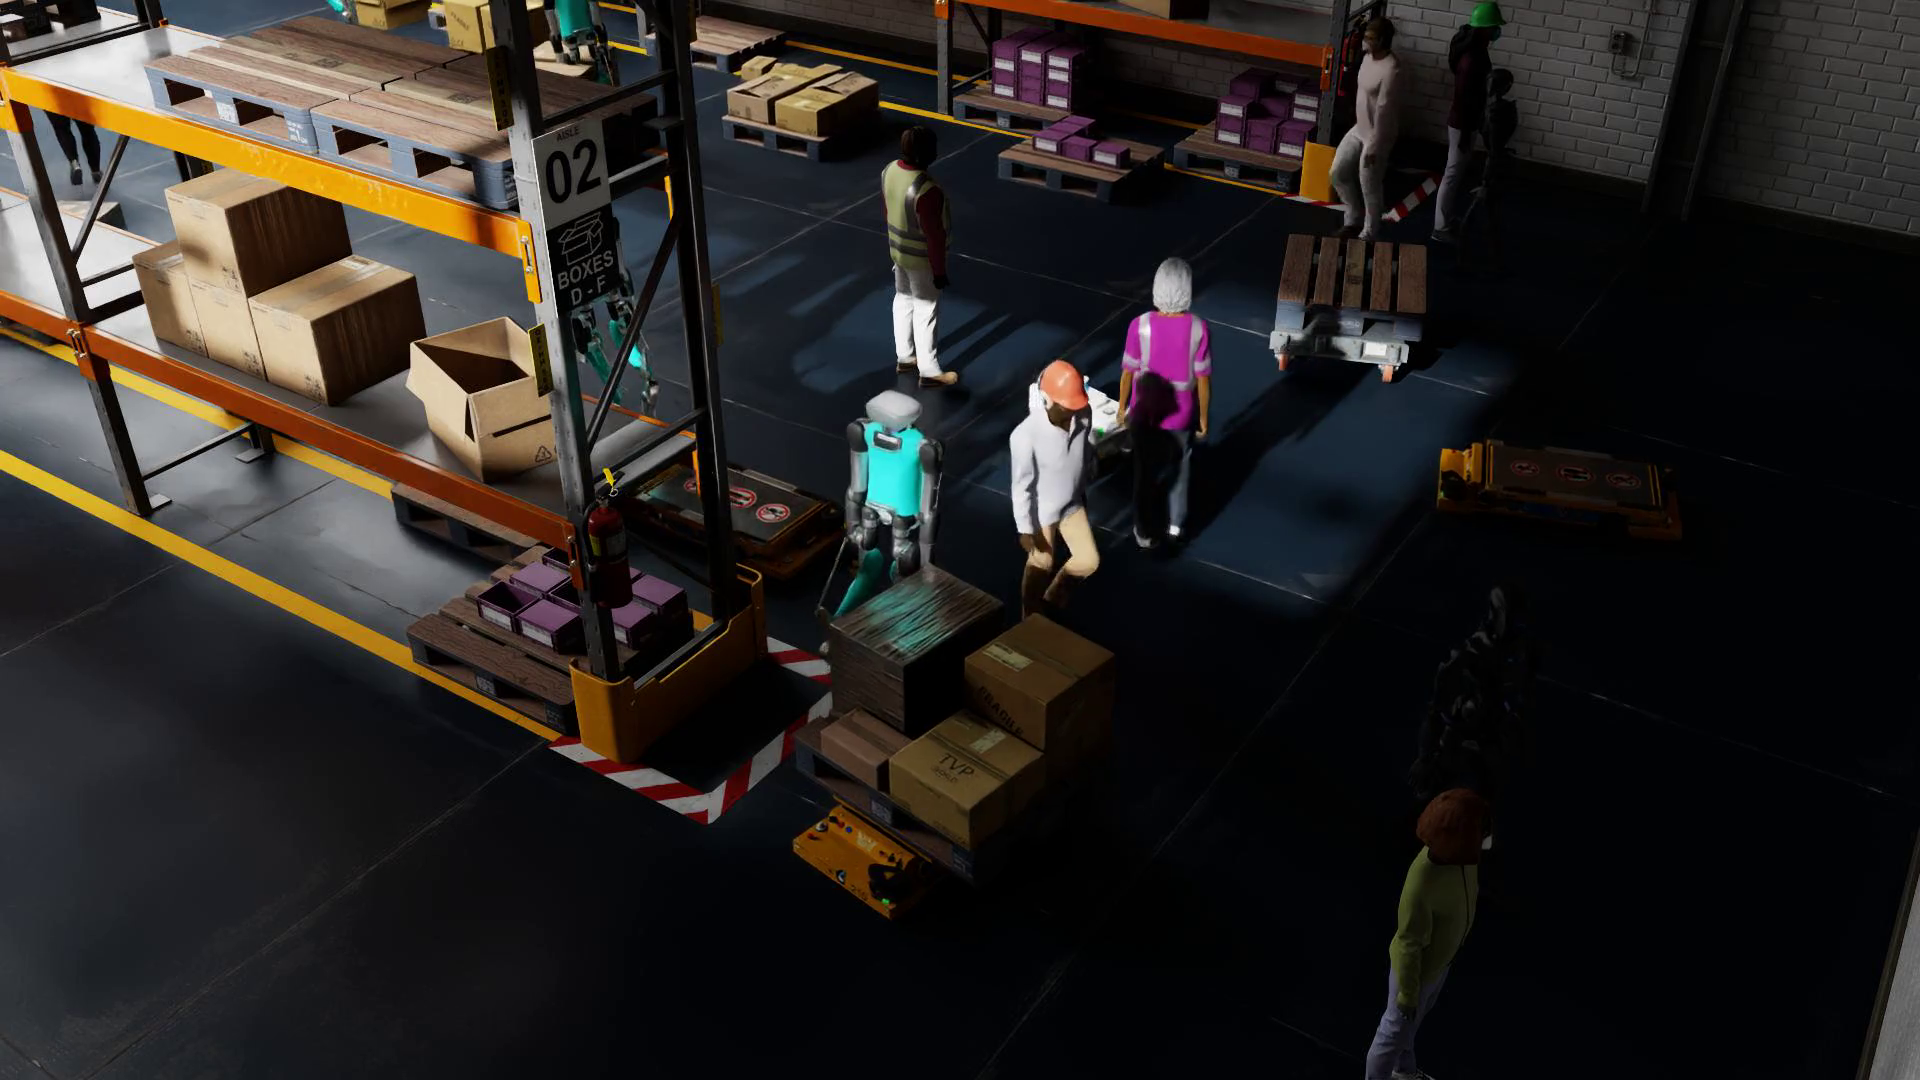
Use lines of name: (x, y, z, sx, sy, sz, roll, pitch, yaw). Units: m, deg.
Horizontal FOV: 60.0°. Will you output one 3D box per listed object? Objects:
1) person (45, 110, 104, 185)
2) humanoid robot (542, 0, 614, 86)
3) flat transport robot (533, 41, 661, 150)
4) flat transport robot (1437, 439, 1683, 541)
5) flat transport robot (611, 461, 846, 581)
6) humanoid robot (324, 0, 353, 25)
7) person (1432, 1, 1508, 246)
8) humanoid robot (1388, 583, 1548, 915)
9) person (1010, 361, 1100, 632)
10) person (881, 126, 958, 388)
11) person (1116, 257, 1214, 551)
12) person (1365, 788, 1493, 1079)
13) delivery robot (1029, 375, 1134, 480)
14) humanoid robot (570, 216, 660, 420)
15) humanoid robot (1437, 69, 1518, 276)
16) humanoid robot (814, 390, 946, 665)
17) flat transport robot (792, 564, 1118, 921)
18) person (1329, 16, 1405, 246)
person: (-7.853, -3.948, 14.588, 0.776, 1.740, 0.473, -14, 35, -20)
humanoid robot: (-3.328, -4.212, 15.043, 0.555, 1.821, 0.780, -21, 39, -29)
flat transport robot: (-3.578, -3.652, 15.486, 1.431, 0.231, 0.659, 7, 34, 10)
flat transport robot: (3.731, -0.325, 10.372, 1.431, 0.231, 0.659, 9, 34, 13)
flat transport robot: (-1.422, -0.180, 10.149, 1.431, 0.231, 0.659, 20, 38, 28)
humanoid robot: (-6.725, -5.954, 17.664, 0.987, 1.732, 0.548, 17, 37, 24)
person: (4.109, -3.396, 13.550, 0.420, 1.955, 0.490, 13, 35, 19)
humanoid robot: (2.251, 0.889, 7.251, 0.613, 1.621, 0.788, -11, 35, -17)
person: (0.513, -0.178, 8.794, 0.592, 1.728, 0.405, -26, 41, -34)
person: (-0.268, -1.938, 11.412, 0.429, 1.844, 0.623, -20, 38, -27)
person: (1.175, -0.772, 9.621, 0.533, 1.833, 0.395, 2, 33, 3)
person: (1.750, 1.569, 6.205, 0.284, 1.636, 0.499, 22, 39, 30)
delivery robot: (0.786, -0.772, 10.796, 0.523, 0.592, 0.763, -26, 41, -34)
humanoid robot: (-2.196, -1.269, 10.509, 0.562, 1.732, 1.061, -22, 39, -30)
humanoid robot: (4.141, -2.847, 12.973, 0.559, 1.636, 0.611, 12, 35, 18)
humanoid robot: (-0.440, 0.205, 8.270, 0.533, 1.845, 0.726, 18, 37, 26)
flat transport robot: (-0.060, 1.228, 7.985, 0.659, 0.231, 1.431, 27, 42, 35)
person: (3.256, -3.204, 13.291, 0.509, 1.922, 0.634, -6, 34, -10)
